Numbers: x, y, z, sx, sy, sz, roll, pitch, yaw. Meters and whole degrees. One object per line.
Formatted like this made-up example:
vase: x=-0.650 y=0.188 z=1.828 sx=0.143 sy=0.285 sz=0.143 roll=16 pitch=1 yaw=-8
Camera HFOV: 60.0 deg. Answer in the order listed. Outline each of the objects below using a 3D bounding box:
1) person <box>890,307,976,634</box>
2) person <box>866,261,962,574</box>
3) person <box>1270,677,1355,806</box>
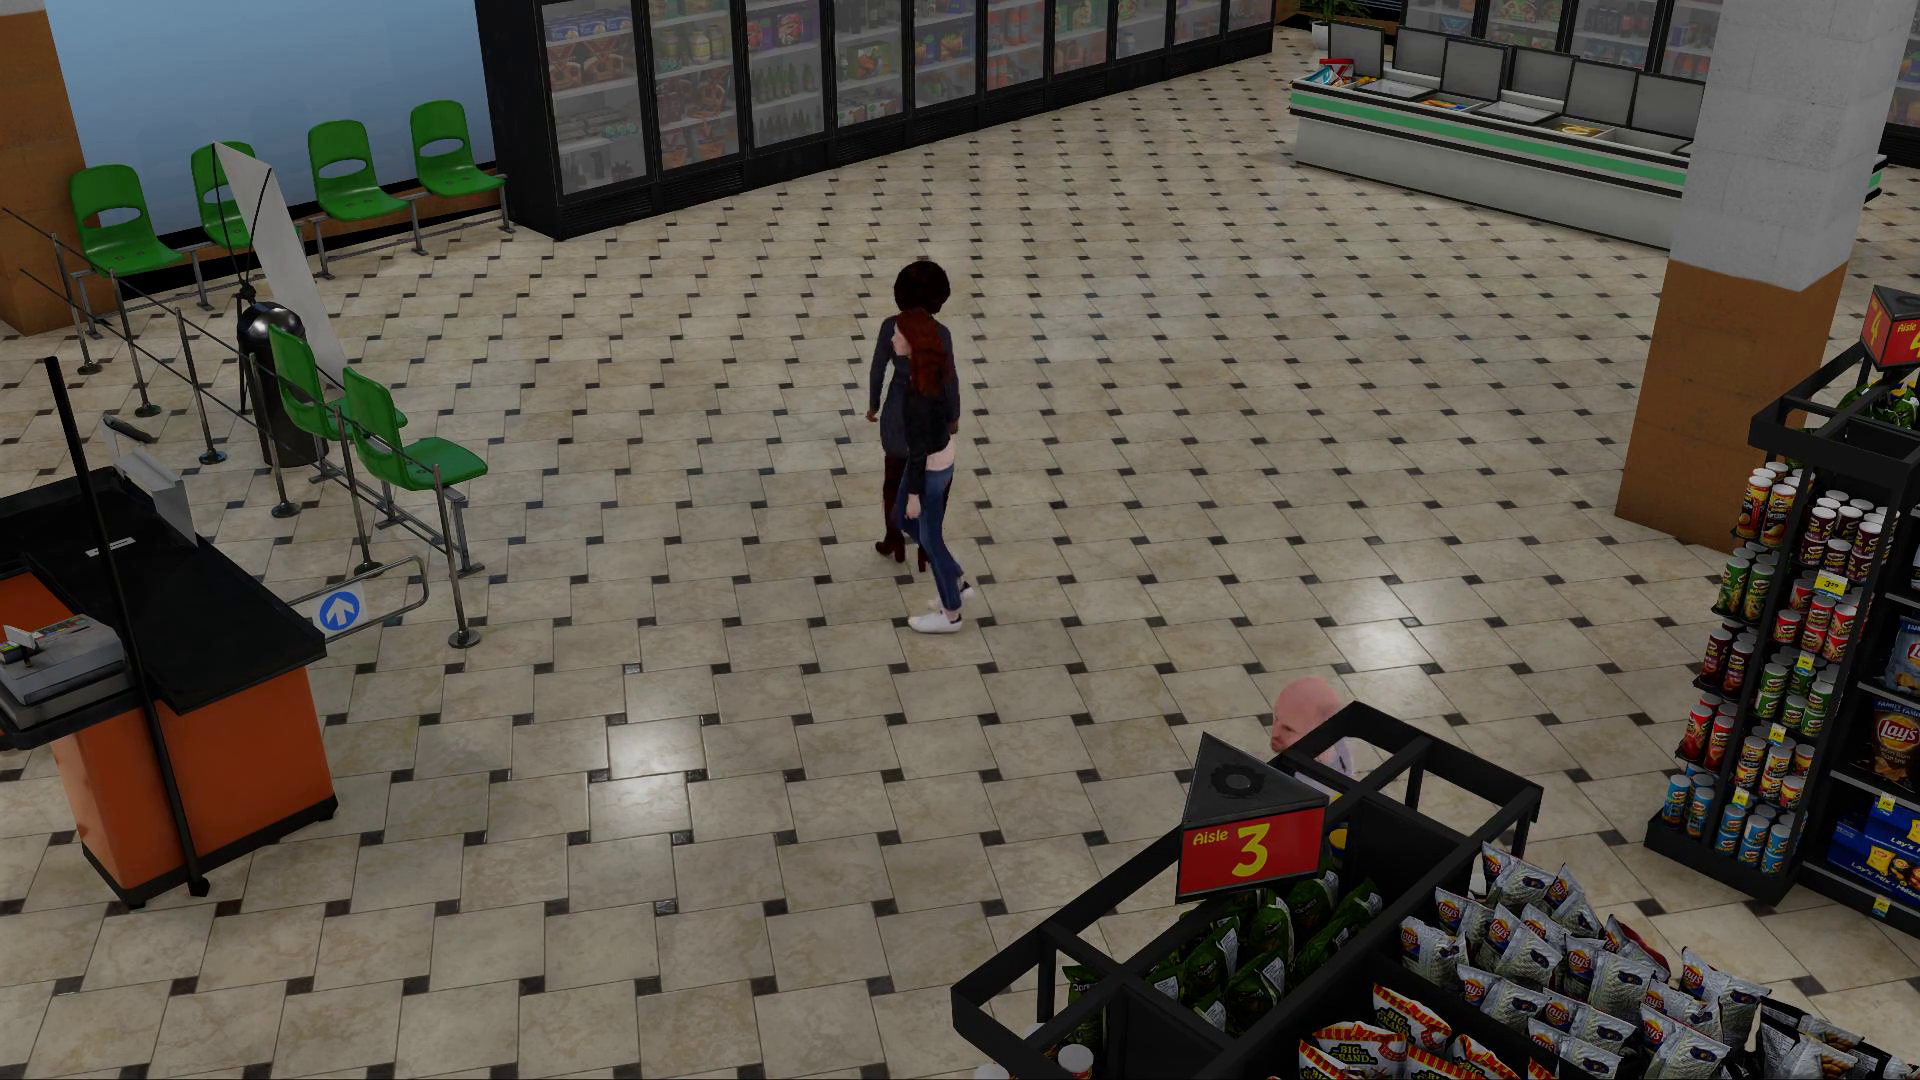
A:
person: x=-0.067 y=-0.314 z=8.167 sx=0.819 sy=1.772 sz=0.760 roll=3 pitch=29 yaw=5
person: x=-0.266 y=-0.652 z=8.858 sx=0.670 sy=1.704 sz=0.877 roll=5 pitch=29 yaw=9
person: x=1.152 y=1.220 z=5.327 sx=1.256 sy=1.803 sz=1.035 roll=10 pitch=30 yaw=18
